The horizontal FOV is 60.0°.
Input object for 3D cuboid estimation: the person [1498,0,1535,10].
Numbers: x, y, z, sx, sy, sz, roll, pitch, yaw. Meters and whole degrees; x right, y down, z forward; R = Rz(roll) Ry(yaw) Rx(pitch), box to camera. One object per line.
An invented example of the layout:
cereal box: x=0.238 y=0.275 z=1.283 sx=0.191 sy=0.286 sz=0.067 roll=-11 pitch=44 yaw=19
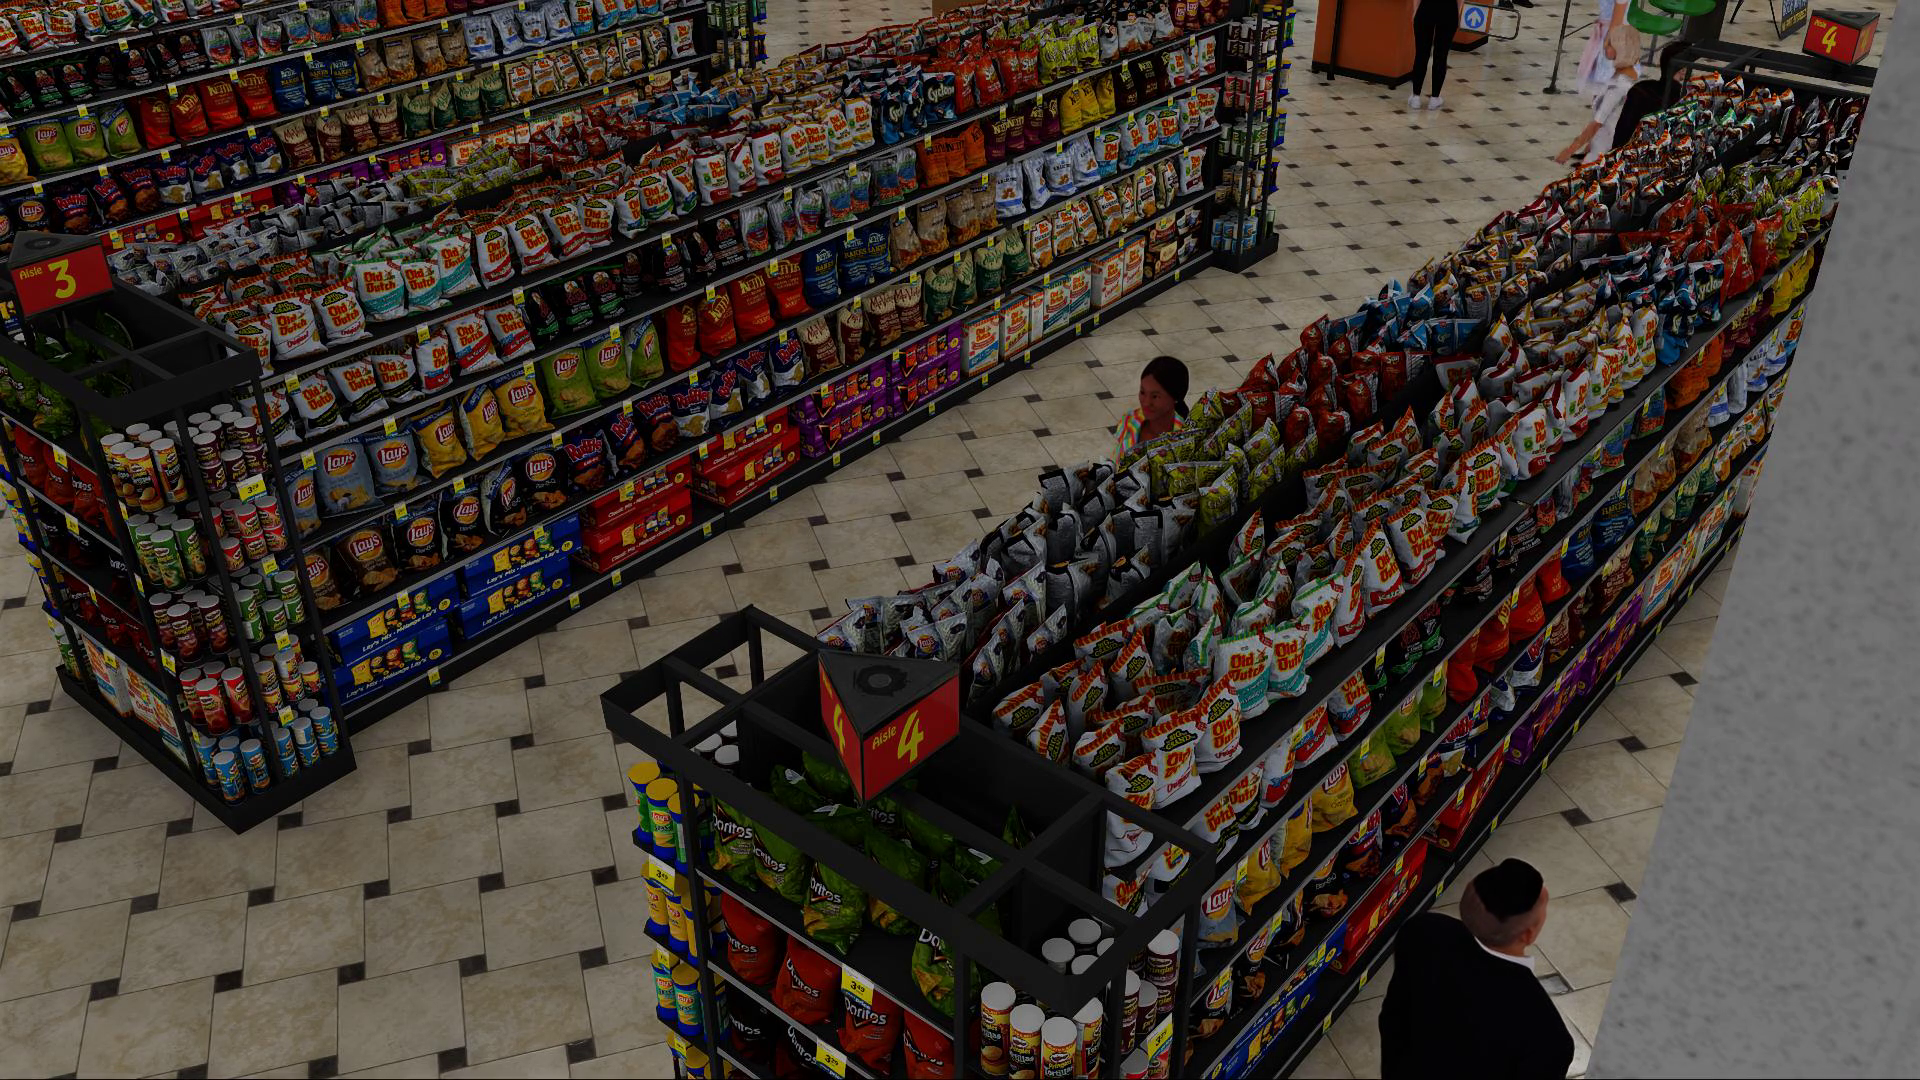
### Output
person: x=6.026 y=-6.583 z=17.601 sx=0.672 sy=1.818 sz=0.806 roll=-11 pitch=34 yaw=-18

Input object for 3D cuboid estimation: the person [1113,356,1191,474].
person: x=0.795 y=0.047 z=6.970 sx=0.623 sy=1.793 sz=0.566 roll=19 pitch=36 yaw=27

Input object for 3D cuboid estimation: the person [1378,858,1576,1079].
person: x=1.302 y=1.554 z=4.401 sx=0.711 sy=1.948 sz=0.771 roll=-19 pitch=37 yaw=-27

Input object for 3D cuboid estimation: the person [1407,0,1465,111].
person: x=4.188 y=-4.618 z=14.613 sx=0.696 sy=1.639 sz=0.714 roll=8 pitch=33 yaw=13

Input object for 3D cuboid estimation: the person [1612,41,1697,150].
person: x=4.264 y=-2.264 z=10.686 sx=1.310 sy=1.791 sz=1.044 roll=-15 pitch=35 yaw=-23

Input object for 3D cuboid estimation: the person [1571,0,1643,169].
person: x=5.166 y=-3.871 z=13.242 sx=0.862 sy=1.818 sz=0.777 roll=11 pitch=34 yaw=17
